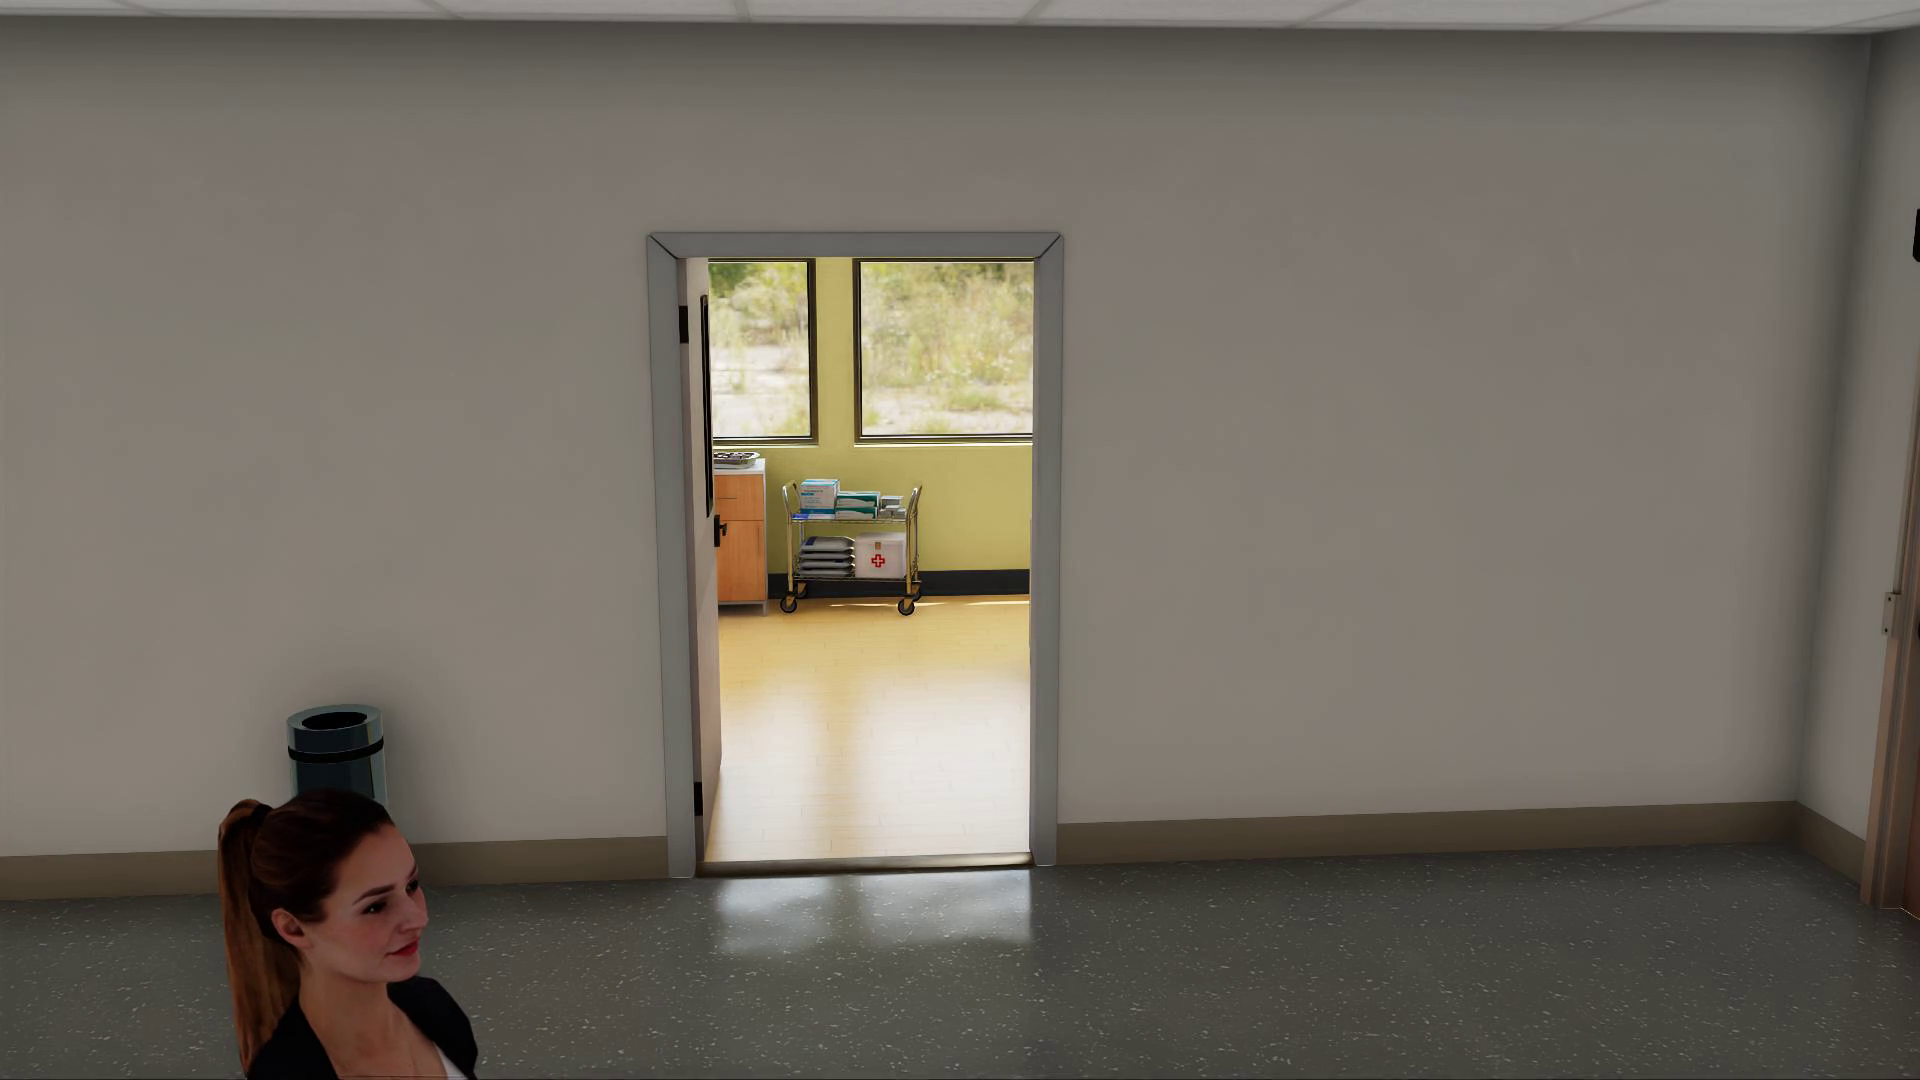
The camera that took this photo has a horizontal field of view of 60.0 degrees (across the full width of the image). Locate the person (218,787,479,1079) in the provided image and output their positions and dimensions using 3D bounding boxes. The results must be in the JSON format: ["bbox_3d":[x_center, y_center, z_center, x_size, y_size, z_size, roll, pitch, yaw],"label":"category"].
[{"bbox_3d":[-0.755,1.118,2.098,0.679,1.683,0.701,3,11,15],"label":"person"}]
